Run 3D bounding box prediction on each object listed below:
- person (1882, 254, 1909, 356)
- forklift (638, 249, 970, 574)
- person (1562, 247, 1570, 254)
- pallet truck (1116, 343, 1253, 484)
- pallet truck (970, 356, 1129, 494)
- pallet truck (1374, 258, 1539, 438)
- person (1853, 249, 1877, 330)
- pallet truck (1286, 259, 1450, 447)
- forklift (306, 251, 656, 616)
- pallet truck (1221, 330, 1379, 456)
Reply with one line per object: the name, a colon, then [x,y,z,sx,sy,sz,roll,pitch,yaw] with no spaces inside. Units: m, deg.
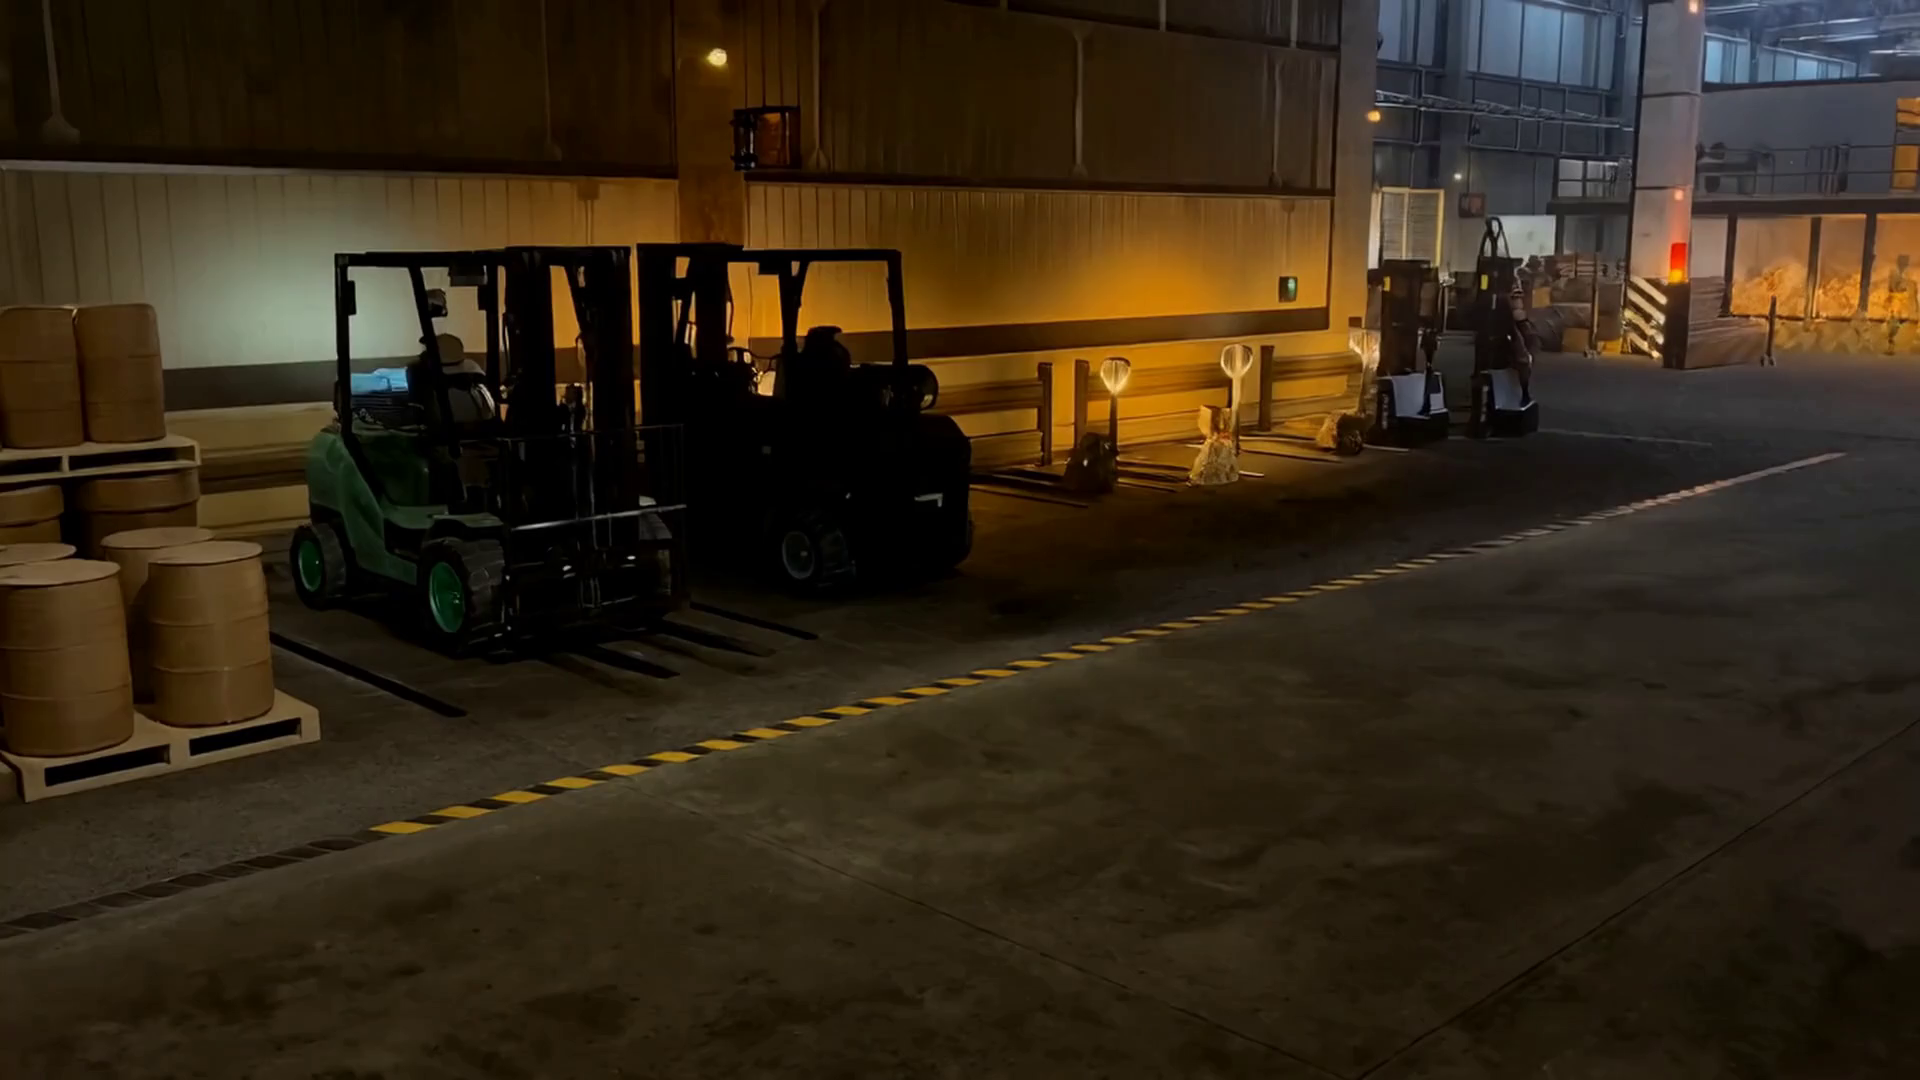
person: [17.463,-4.370,31.008,0.574,1.883,0.360,-9,14,-42]
forklift: [-1.173,-0.958,11.239,2.680,1.987,1.157,10,14,43]
person: [15.574,-6.610,43.097,0.587,1.928,0.381,-9,14,-42]
pallet truck: [1.962,-1.215,15.415,1.522,1.261,0.704,10,14,43]
pallet truck: [0.784,-1.085,14.876,0.680,1.201,1.601,-10,14,-44]
pallet truck: [5.704,-2.208,18.901,1.885,1.965,0.823,10,14,43]
person: [21.402,-5.917,39.304,0.544,1.933,0.376,-9,14,-42]
pallet truck: [4.493,-2.078,18.196,0.823,1.965,1.885,-9,14,-40]
forklift: [-2.833,-0.669,9.694,1.157,1.987,2.680,-10,14,-44]
pallet truck: [3.563,-1.581,17.381,0.653,1.274,1.630,-10,14,-44]
